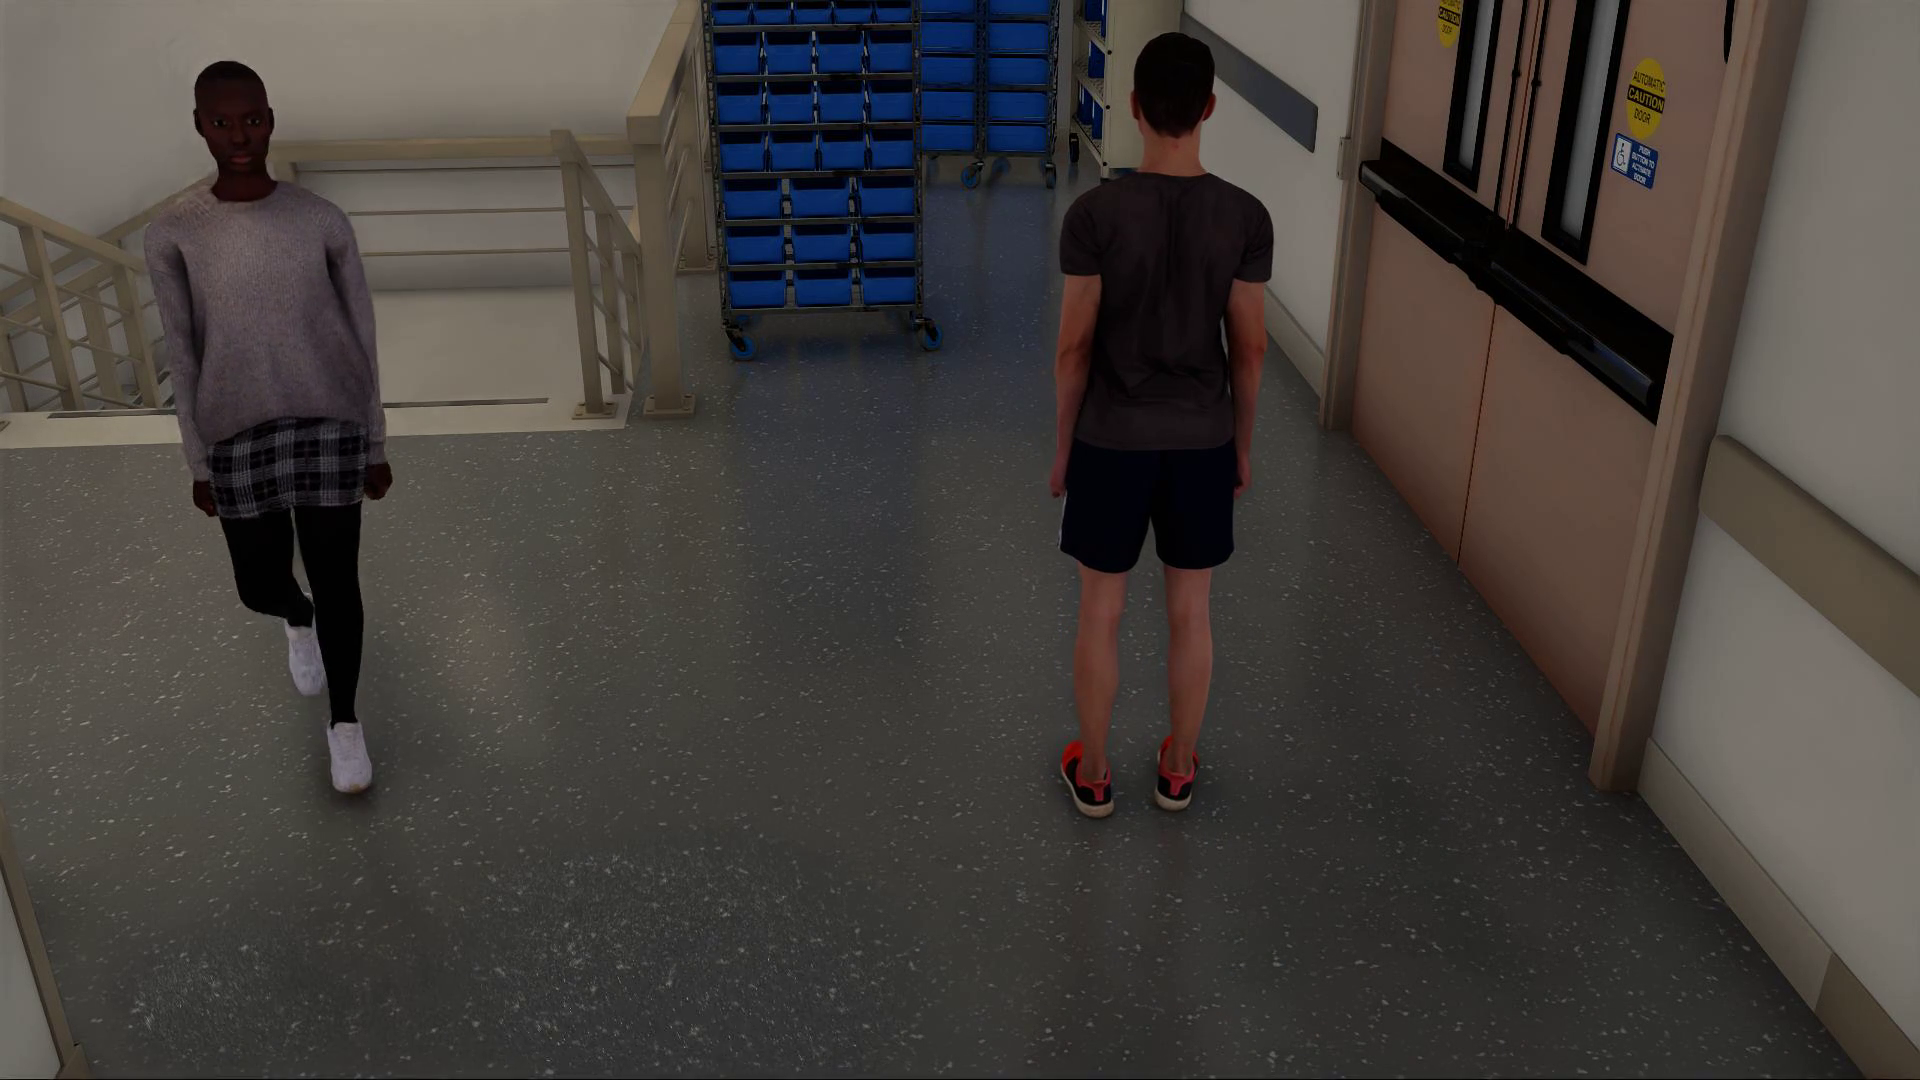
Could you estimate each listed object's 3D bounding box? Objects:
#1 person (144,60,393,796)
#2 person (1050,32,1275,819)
[{"bbox_3d":[-1.648,-0.266,4.054,0.776,1.760,0.956,-10,27,-20],"label":"person"},{"bbox_3d":[0.441,-0.205,3.833,0.631,1.842,0.512,-3,26,-6],"label":"person"}]
